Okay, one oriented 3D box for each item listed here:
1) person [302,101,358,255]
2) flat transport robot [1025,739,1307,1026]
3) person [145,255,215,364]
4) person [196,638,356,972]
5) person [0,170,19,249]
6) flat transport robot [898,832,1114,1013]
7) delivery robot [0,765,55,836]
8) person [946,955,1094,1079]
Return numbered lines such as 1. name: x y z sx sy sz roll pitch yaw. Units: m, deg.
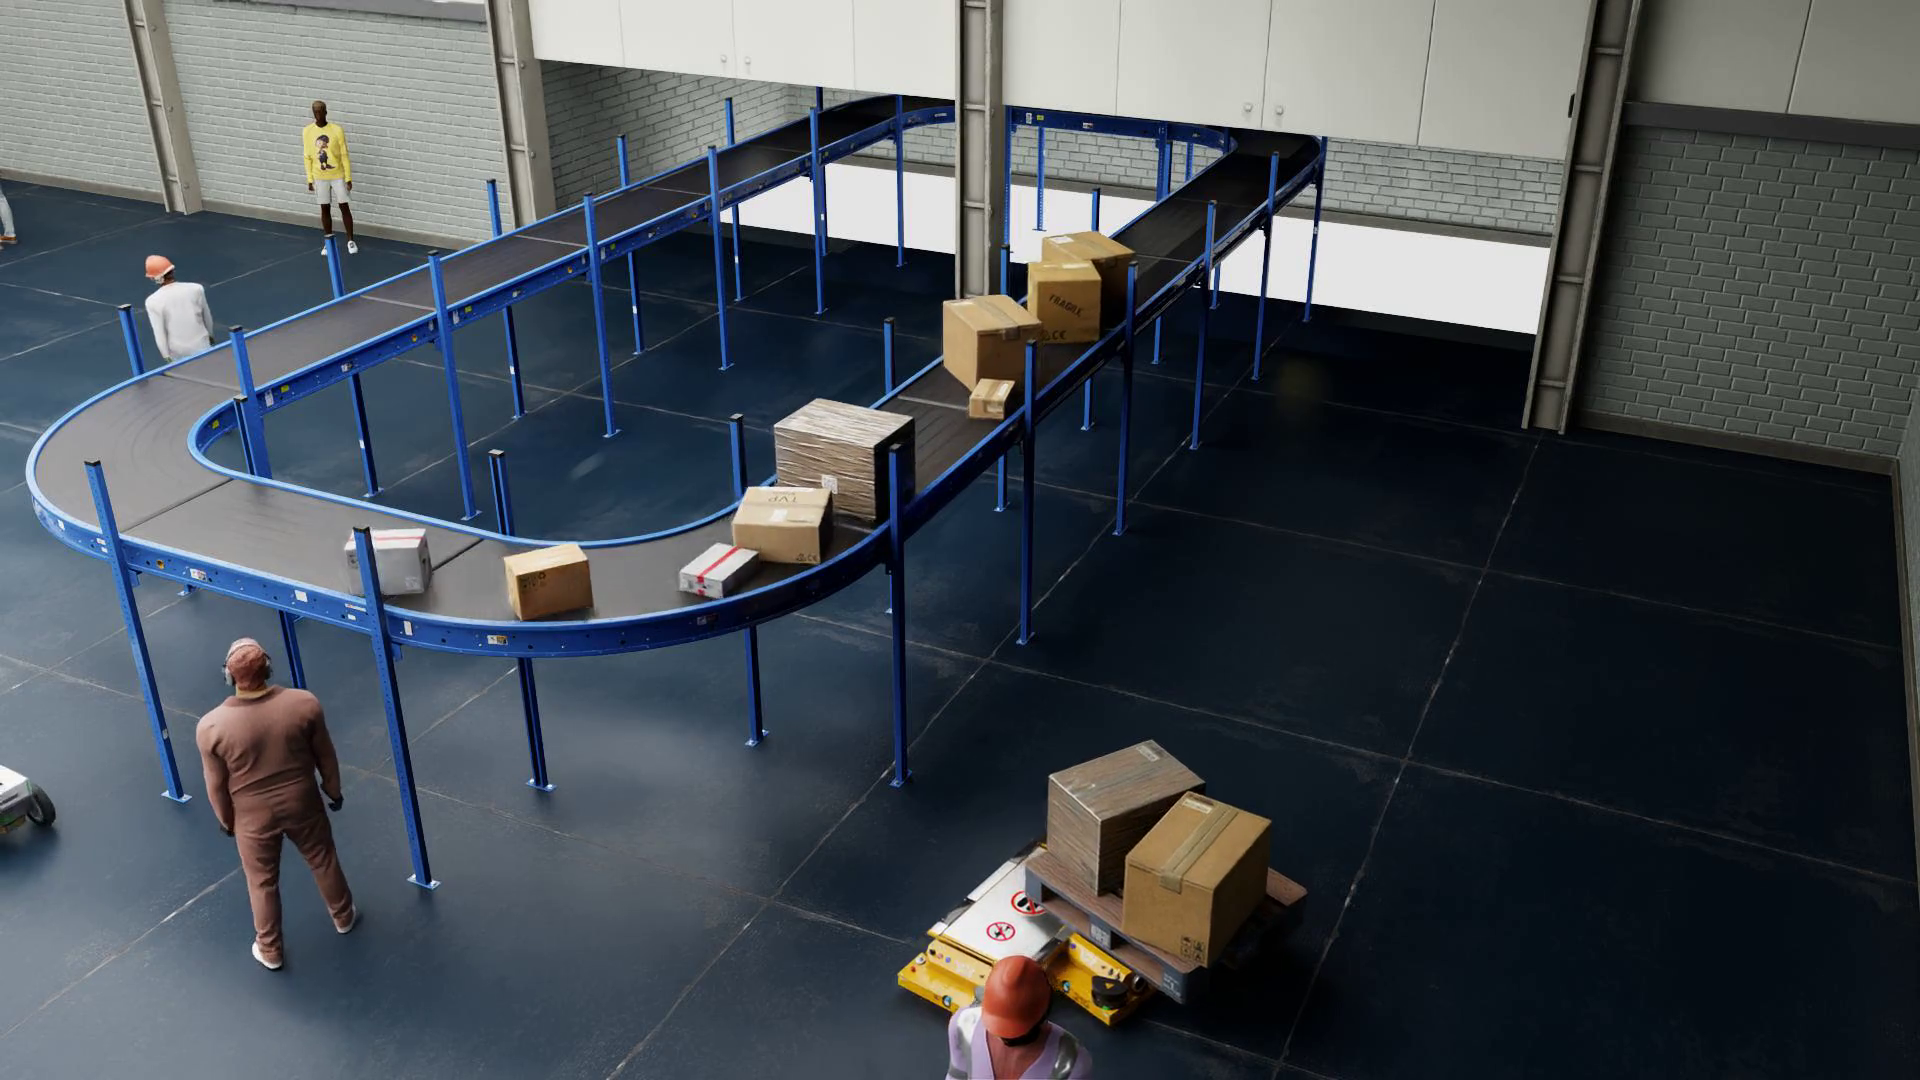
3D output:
1. person: -7.866 -4.517 20.749 0.551 1.897 0.362 -5 27 -10
2. flat transport robot: 1.101 2.132 9.179 1.431 0.231 0.659 -21 34 -36
3. person: -7.226 -1.841 15.564 0.569 1.703 0.855 -19 32 -33
4. person: -3.647 1.382 8.866 0.646 1.906 0.404 -17 31 -30
5. person: -12.330 -4.636 20.942 0.353 1.937 0.633 7 27 14
6. flat transport robot: 0.348 2.132 9.181 0.659 0.231 1.431 18 32 32
7. delivery robot: -5.922 1.554 10.045 0.818 0.614 0.499 15 30 27
8. person: 0.209 2.451 6.562 0.606 2.035 0.397 13 29 24
